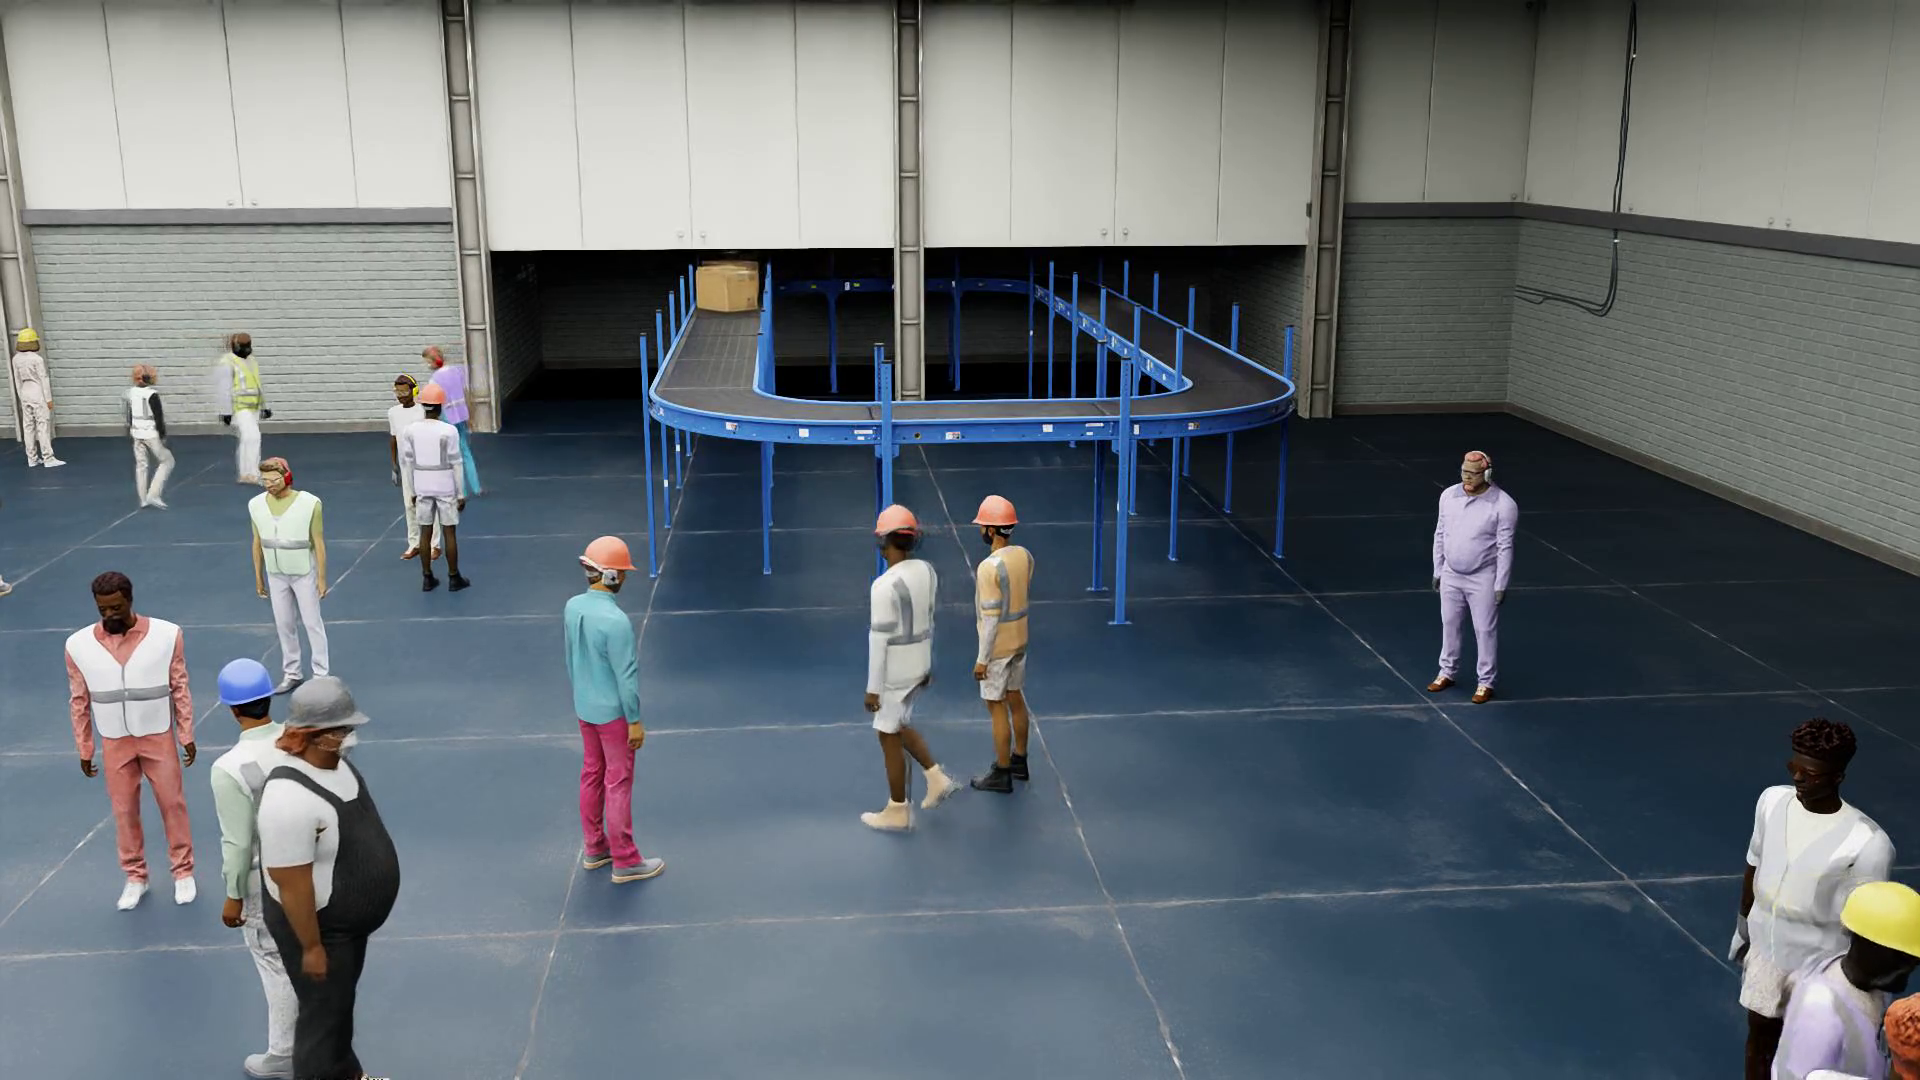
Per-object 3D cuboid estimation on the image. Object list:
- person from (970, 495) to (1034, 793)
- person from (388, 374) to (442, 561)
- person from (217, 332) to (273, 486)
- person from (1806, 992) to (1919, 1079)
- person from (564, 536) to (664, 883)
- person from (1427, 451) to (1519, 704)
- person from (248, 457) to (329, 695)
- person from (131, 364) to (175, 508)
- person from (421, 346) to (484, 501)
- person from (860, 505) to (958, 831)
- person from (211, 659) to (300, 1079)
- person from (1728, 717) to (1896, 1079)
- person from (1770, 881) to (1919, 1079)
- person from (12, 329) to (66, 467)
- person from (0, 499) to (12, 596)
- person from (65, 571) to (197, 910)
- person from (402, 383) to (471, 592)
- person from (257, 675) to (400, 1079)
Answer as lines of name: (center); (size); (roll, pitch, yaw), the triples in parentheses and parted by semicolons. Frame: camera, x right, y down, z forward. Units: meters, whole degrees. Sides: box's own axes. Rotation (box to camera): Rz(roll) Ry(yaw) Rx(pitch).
person: (0.242, 0.666, 10.702); (0.375, 1.935, 0.551); (8, 16, 30)
person: (-5.364, -0.708, 16.365); (0.502, 1.861, 0.328); (2, 14, 9)
person: (-8.410, -1.556, 19.808); (0.661, 1.822, 0.643); (2, 14, 9)
person: (2.654, 2.171, 4.787); (0.341, 1.882, 0.587); (-11, 18, -38)
person: (-1.982, 0.955, 9.444); (0.393, 1.986, 0.611); (-13, 19, -42)
person: (3.793, 0.267, 12.388); (0.395, 1.898, 0.642); (-13, 19, -41)
person: (-5.026, 0.267, 12.517); (0.574, 1.832, 0.400); (2, 14, 7)
person: (-9.046, -1.151, 18.592); (0.601, 1.624, 0.349); (9, 17, 33)
person: (-5.764, -1.322, 18.931); (0.425, 1.802, 0.729); (4, 15, 17)
person: (-0.348, 0.792, 10.050); (0.480, 2.010, 0.599); (5, 15, 20)
person: (-3.087, 1.470, 7.471); (0.405, 1.941, 0.608); (5, 15, 18)
person: (3.380, 1.655, 6.710); (0.368, 1.954, 0.602); (-7, 16, -26)
person: (2.866, 1.994, 5.442); (0.427, 1.905, 0.608); (13, 19, 41)
person: (-11.607, -1.783, 20.892); (0.487, 1.744, 0.294); (4, 15, 16)
person: (-8.983, -0.438, 15.001); (0.615, 1.994, 0.381); (-3, 14, -13)
person: (-4.516, 1.079, 9.113); (0.599, 1.909, 0.399); (-5, 15, -19)
person: (-4.808, -0.479, 15.281); (0.542, 1.938, 0.366); (1, 14, 5)
person: (-2.631, 1.538, 7.002); (0.538, 2.000, 0.699); (-1, 14, -5)
